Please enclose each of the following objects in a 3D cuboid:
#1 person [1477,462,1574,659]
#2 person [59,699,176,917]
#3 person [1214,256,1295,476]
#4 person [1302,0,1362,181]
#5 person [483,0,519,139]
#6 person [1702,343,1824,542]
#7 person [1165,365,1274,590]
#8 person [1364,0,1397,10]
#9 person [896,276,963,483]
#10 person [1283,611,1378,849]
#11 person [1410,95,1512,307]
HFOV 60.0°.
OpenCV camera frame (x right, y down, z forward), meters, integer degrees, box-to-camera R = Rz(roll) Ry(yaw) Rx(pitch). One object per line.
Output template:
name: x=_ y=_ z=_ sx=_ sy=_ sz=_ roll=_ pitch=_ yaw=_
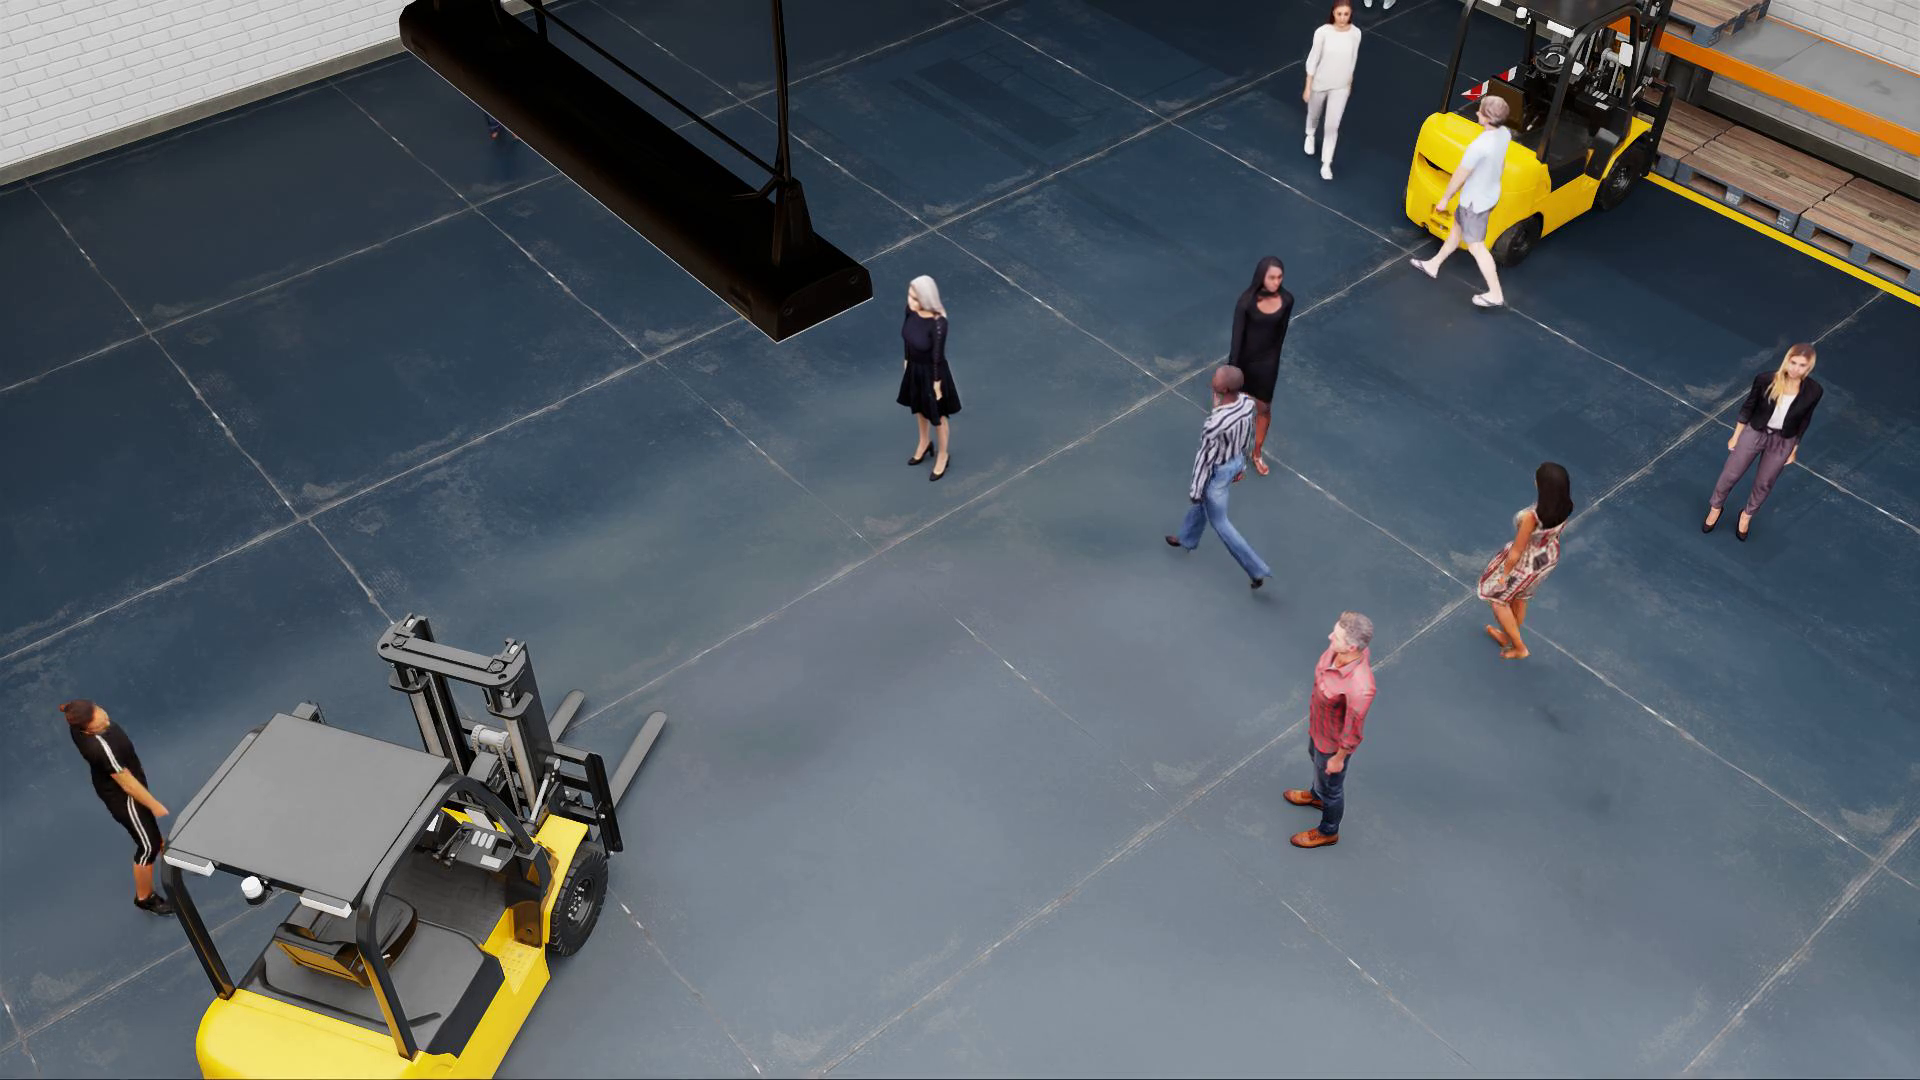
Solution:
person: x=3.682 y=0.195 z=10.665 sx=0.701 sy=1.634 sz=0.720 roll=-21 pitch=47 yaw=-20
person: x=-4.737 y=1.380 z=9.413 sx=0.617 sy=1.645 sz=0.792 roll=24 pitch=49 yaw=23
person: x=2.128 y=-1.368 z=12.264 sx=0.982 sy=1.692 sz=1.218 roll=-8 pitch=44 yaw=-9
person: x=3.375 y=-4.225 z=15.295 sx=1.044 sy=1.647 sz=1.139 roll=1 pitch=44 yaw=1
person: x=-4.422 y=-4.641 z=15.607 sx=0.747 sy=1.818 sz=0.809 roll=4 pitch=44 yaw=4
person: x=5.592 y=-0.677 z=11.553 sx=0.623 sy=1.671 sz=0.743 roll=16 pitch=46 yaw=16
person: x=1.824 y=-0.388 z=11.184 sx=1.171 sy=1.761 sz=0.783 roll=29 pitch=51 yaw=27
person: x=4.563 y=-6.530 z=17.615 sx=0.651 sy=1.785 sz=0.728 roll=11 pitch=45 yaw=12
person: x=-0.240 y=-1.176 z=12.026 sx=0.671 sy=1.741 sz=0.491 roll=-31 pitch=52 yaw=-28
person: x=2.166 y=1.084 z=9.591 sx=0.816 sy=1.829 sz=0.737 roll=1 pitch=44 yaw=1
person: x=4.315 y=-2.722 z=13.617 sx=1.204 sy=1.786 sz=0.758 roll=33 pitch=53 yaw=30
